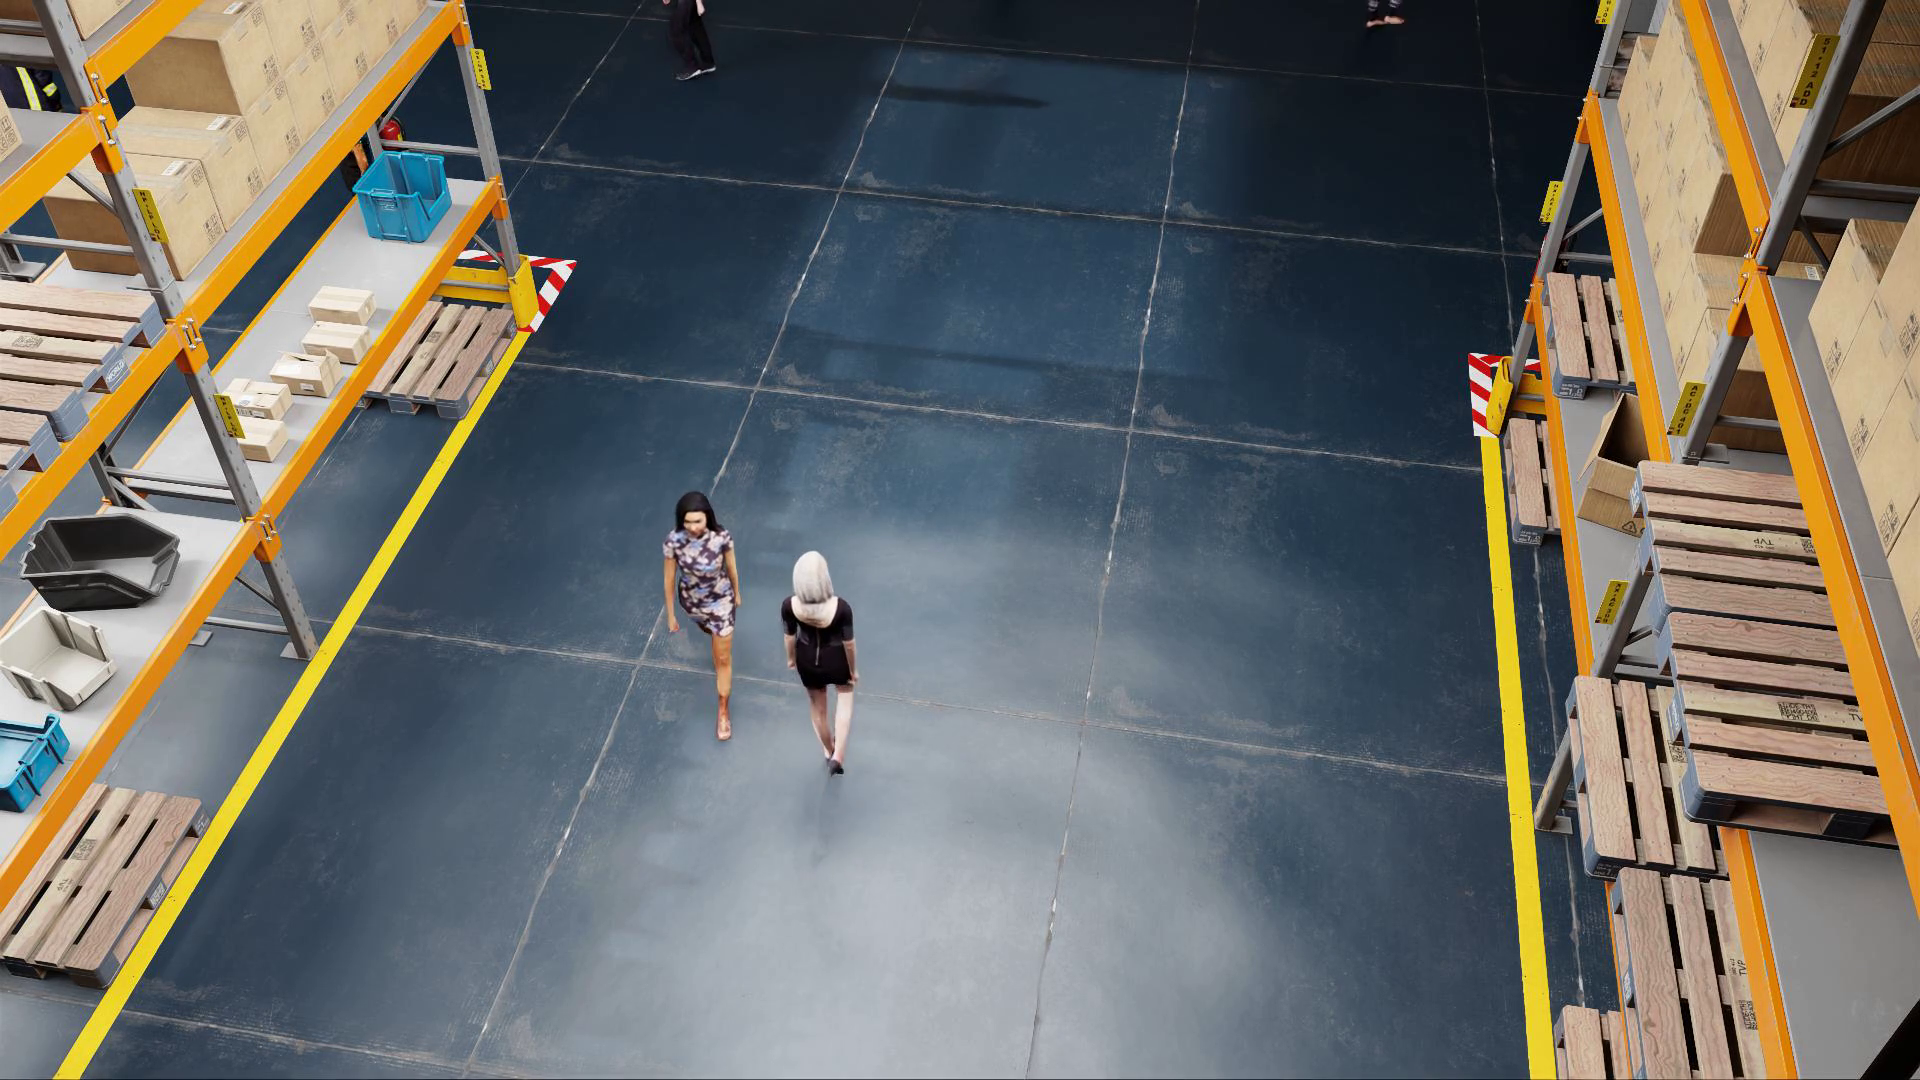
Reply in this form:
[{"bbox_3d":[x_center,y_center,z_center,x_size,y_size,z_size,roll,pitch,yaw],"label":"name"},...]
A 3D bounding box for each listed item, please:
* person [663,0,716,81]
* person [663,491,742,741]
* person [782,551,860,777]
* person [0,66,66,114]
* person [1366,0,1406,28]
[{"bbox_3d":[-2.612,-5.425,16.468,0.832,1.731,0.778,-19,47,-19],"label":"person"},{"bbox_3d":[-1.591,0.333,10.458,0.825,1.683,1.202,-4,44,-4],"label":"person"},{"bbox_3d":[-0.824,0.811,9.857,0.634,1.819,0.718,2,44,2],"label":"person"},{"bbox_3d":[-8.371,-4.009,14.915,0.766,1.823,0.690,3,44,3],"label":"person"},{"bbox_3d":[4.415,-6.124,17.205,0.820,1.725,0.741,-14,45,-15],"label":"person"}]
